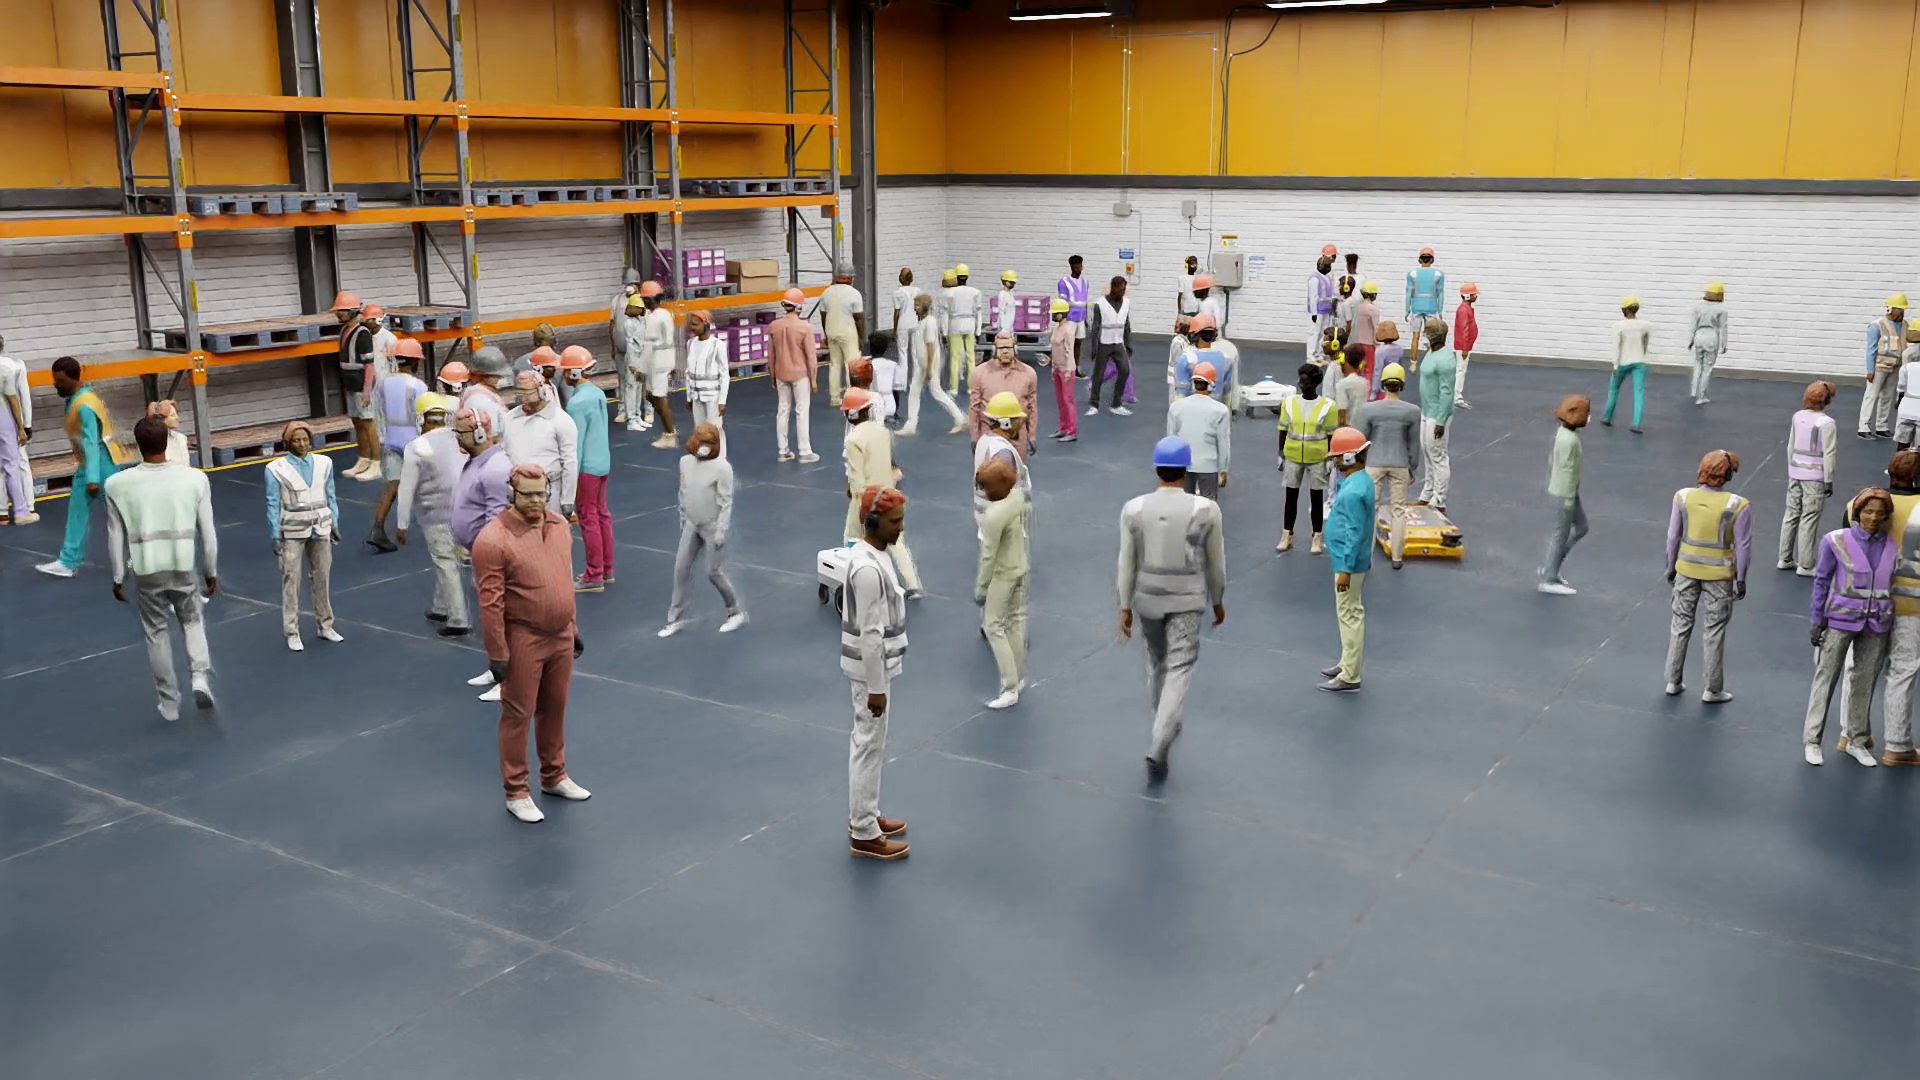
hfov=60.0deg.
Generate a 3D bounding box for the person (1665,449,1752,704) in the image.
[{"bbox_3d":[4.788,0.233,10.675,0.308,1.639,0.524,-12,17,-41],"label":"person"}]

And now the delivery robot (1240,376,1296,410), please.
[{"bbox_3d":[4.139,-1.959,22.352,0.707,0.478,0.477,-2,13,-10],"label":"delivery robot"}]

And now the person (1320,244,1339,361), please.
[{"bbox_3d":[6.297,-4.079,28.599,0.379,1.996,0.611,-1,13,-5],"label":"person"}]

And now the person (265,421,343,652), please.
[{"bbox_3d":[-4.667,-0.039,11.853,0.309,1.638,0.522,11,17,41],"label":"person"}]

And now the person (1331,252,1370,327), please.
[{"bbox_3d":[6.325,-3.676,26.947,0.637,1.947,0.463,1,13,4],"label":"person"}]

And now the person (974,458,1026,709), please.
[{"bbox_3d":[0.267,0.248,10.682,0.304,1.613,0.597,6,14,23],"label":"person"}]

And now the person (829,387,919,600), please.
[{"bbox_3d":[-0.642,-0.350,13.068,0.768,1.710,0.577,8,15,33],"label":"person"}]

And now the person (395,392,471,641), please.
[{"bbox_3d":[-3.827,-0.187,12.175,0.808,1.776,0.692,9,16,35],"label":"person"}]

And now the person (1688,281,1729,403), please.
[{"bbox_3d":[10.653,-2.806,23.647,0.442,1.727,0.521,-10,16,-37],"label":"person"}]

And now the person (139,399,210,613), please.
[{"bbox_3d":[-6.086,-0.267,12.830,0.306,1.645,0.523,2,13,8],"label":"person"}]

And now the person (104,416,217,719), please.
[{"bbox_3d":[-4.942,0.181,10.334,0.598,1.905,0.440,-8,15,-32],"label":"person"}]

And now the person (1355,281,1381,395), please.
[{"bbox_3d":[5.682,-2.730,23.252,0.309,1.769,0.524,-7,15,-29],"label":"person"}]

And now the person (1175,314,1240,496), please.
[{"bbox_3d":[2.517,-1.398,17.214,0.672,1.880,0.695,-5,14,-21],"label":"person"}]

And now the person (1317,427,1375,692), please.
[{"bbox_3d":[2.532,0.125,10.913,0.340,1.740,0.573,4,13,16],"label":"person"}]

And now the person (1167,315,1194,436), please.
[{"bbox_3d":[2.611,-1.850,19.730,0.313,1.634,0.514,4,14,18],"label":"person"}]

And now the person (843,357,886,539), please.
[{"bbox_3d":[-0.782,-0.546,13.526,0.350,1.880,0.583,3,13,13],"label":"person"}]

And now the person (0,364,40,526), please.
[{"bbox_3d":[-9.127,-1.044,15.778,0.507,1.840,0.343,1,13,2],"label":"person"}]

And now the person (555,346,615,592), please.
[{"bbox_3d":[-3.021,-0.573,13.408,0.406,1.987,0.614,2,13,8],"label":"person"}]

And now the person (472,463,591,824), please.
[{"bbox_3d":[-2.239,0.526,8.825,0.407,1.902,0.655,7,15,29],"label":"person"}]

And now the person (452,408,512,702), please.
[{"bbox_3d":[-3.068,0.085,10.761,0.394,1.900,0.646,-7,14,-26],"label":"person"}]

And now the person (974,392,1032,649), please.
[{"bbox_3d":[0.307,-0.142,11.872,0.403,1.835,0.586,-3,13,-14],"label":"person"}]

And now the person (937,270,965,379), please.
[{"bbox_3d":[-0.156,-3.426,26.424,0.493,1.699,0.892,-5,14,-20],"label":"person"}]

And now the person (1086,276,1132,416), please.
[{"bbox_3d":[2.060,-2.619,22.503,0.667,1.883,0.554,-8,15,-32],"label":"person"}]

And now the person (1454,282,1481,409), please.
[{"bbox_3d":[7.062,-2.724,23.241,0.322,1.755,0.563,4,14,16],"label":"person"}]

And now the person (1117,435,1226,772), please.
[{"bbox_3d":[1.202,0.350,9.580,0.598,1.911,0.947,5,14,22],"label":"person"}]

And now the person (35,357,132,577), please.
[{"bbox_3d":[-7.233,-0.601,13.822,0.985,1.856,0.606,-11,17,-40],"label":"person"}]

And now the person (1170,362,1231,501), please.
[{"bbox_3d":[2.073,-0.662,14.339,0.564,1.741,0.375,8,15,31],"label":"person"}]

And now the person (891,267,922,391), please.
[{"bbox_3d":[-0.798,-3.146,24.880,0.506,1.846,0.345,-9,16,-34],"label":"person"}]

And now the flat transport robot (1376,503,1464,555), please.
[{"bbox_3d":[4.104,-0.115,15.181,0.652,0.197,1.431,1,13,3],"label":"flat transport robot"}]

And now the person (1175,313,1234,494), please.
[{"bbox_3d":[2.268,-1.123,15.720,0.615,2.028,0.409,-6,14,-26],"label":"person"}]

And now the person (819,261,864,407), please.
[{"bbox_3d":[-1.590,-2.874,23.271,0.688,2.000,0.536,8,15,32],"label":"person"}]

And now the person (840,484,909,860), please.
[{"bbox_3d":[-0.428,0.649,8.333,0.338,1.882,0.582,-1,13,-3],"label":"person"}]

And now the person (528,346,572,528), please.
[{"bbox_3d":[-3.818,-0.920,15.424,0.330,1.751,0.564,0,13,2],"label":"person"}]

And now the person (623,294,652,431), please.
[{"bbox_3d":[-4.146,-2.283,21.371,0.313,1.739,0.485,2,13,8],"label":"person"}]

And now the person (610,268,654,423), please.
[{"bbox_3d":[-4.291,-2.544,21.842,0.672,2.000,0.536,1,13,6],"label":"person"}]

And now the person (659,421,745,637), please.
[{"bbox_3d":[-1.866,-0.085,12.163,0.536,1.603,0.580,9,16,33],"label":"person"}]

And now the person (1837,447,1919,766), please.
[{"bbox_3d":[5.398,0.377,9.606,0.430,1.845,0.620,-6,14,-26],"label":"person"}]
